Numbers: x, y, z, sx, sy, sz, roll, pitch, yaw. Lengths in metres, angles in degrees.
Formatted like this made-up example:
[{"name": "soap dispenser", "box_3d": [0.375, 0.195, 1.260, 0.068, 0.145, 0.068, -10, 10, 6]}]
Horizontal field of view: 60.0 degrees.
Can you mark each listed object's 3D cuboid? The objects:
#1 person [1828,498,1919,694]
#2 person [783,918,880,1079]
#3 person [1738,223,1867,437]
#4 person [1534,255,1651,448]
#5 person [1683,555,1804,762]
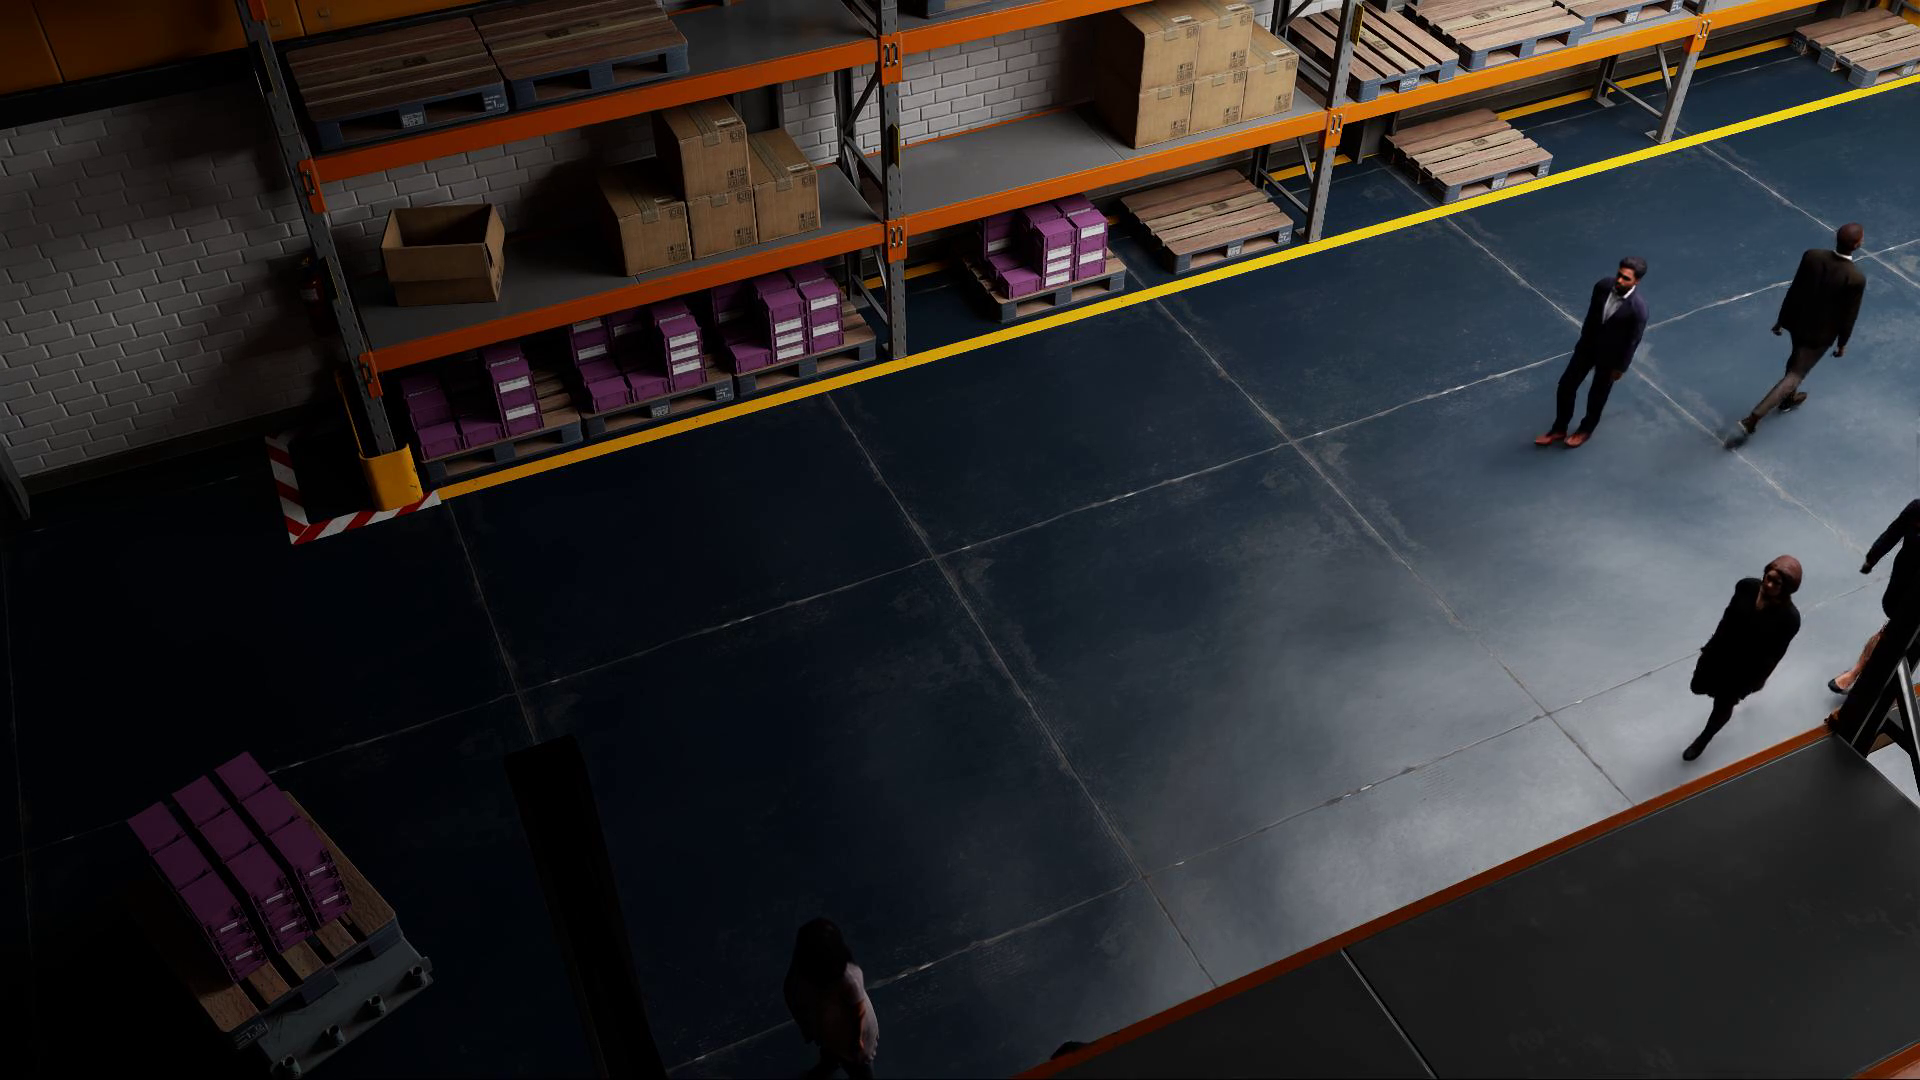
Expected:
[{"name": "person", "box_3d": [6.085, 0.257, 10.488, 0.979, 1.634, 0.712, -18, 47, -18]}, {"name": "person", "box_3d": [-0.619, 2.350, 8.314, 0.765, 1.603, 0.726, -34, 53, -30]}, {"name": "person", "box_3d": [6.215, -1.515, 12.253, 1.204, 1.766, 0.790, -24, 49, -23]}, {"name": "person", "box_3d": [4.771, -1.390, 12.160, 0.747, 1.713, 0.704, -24, 48, -23]}, {"name": "person", "box_3d": [4.734, 0.684, 9.999, 0.719, 1.691, 0.619, -20, 47, -20]}]
